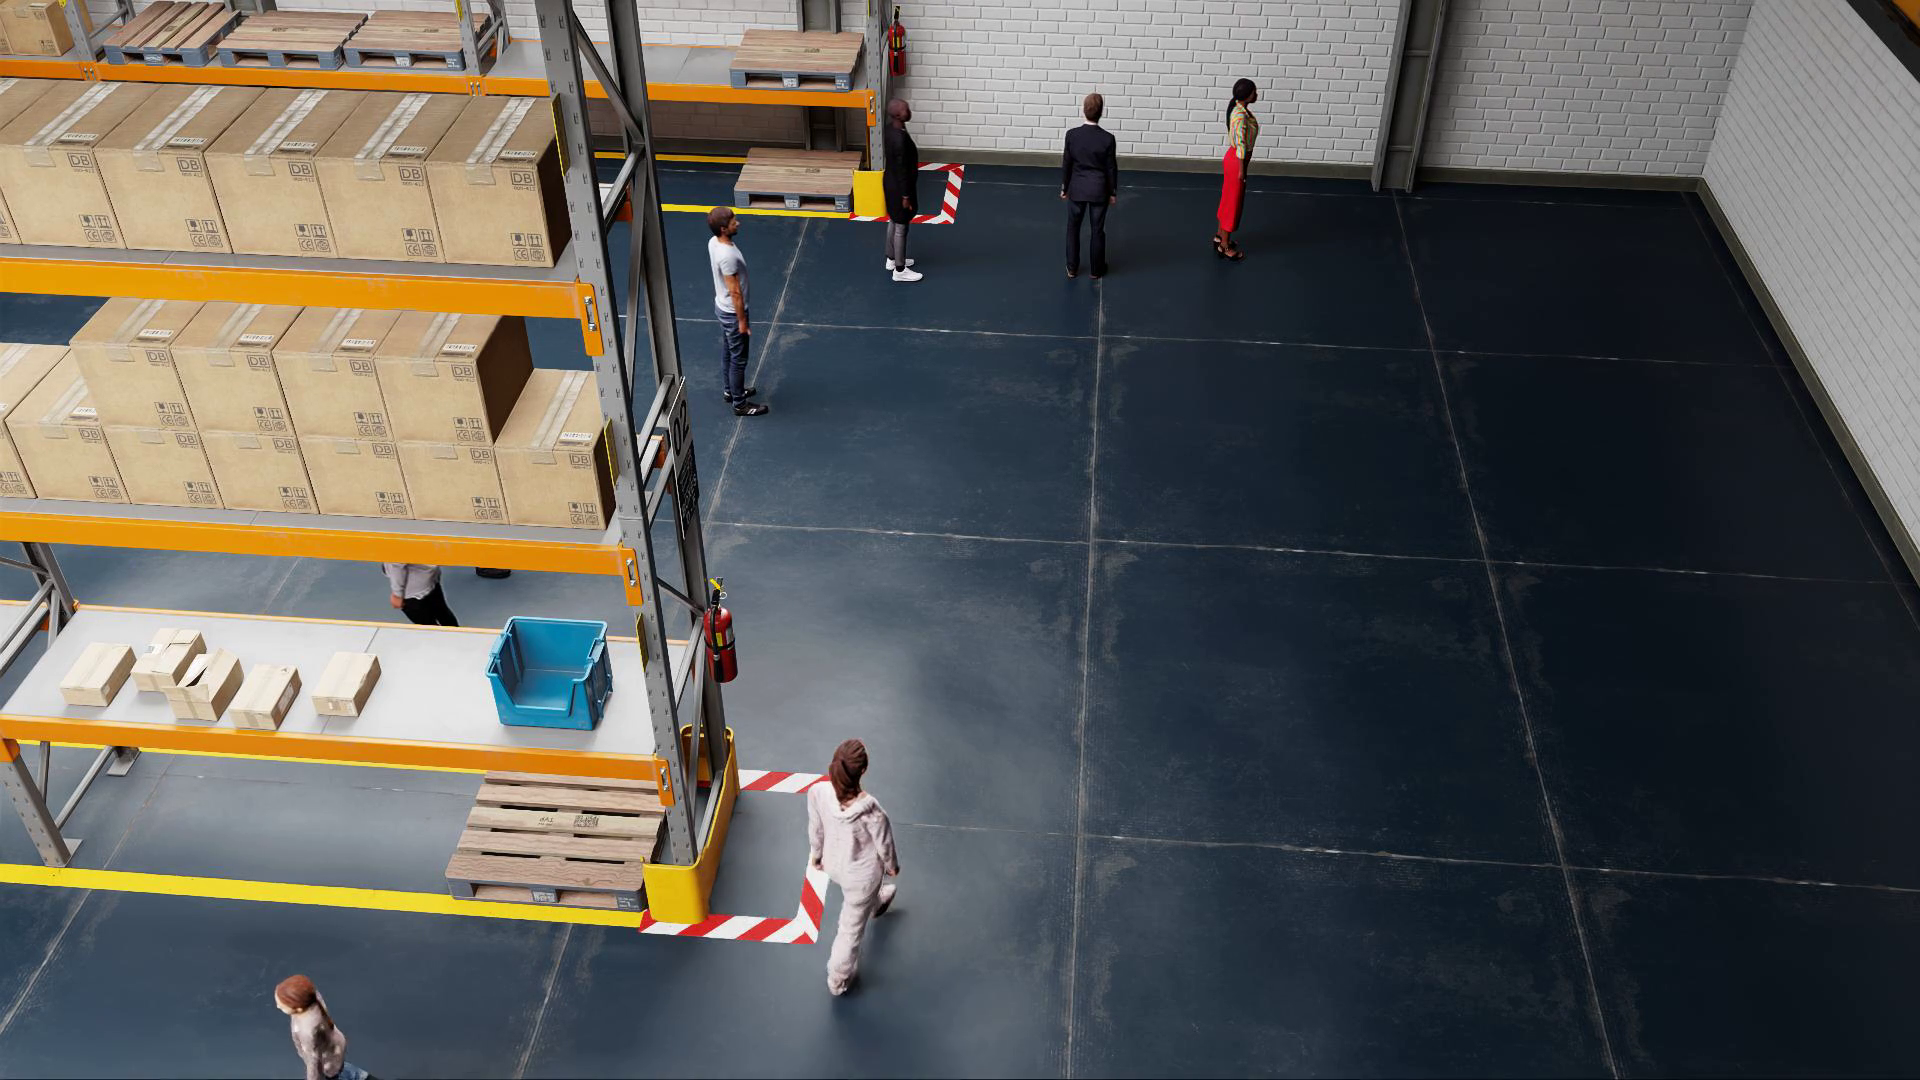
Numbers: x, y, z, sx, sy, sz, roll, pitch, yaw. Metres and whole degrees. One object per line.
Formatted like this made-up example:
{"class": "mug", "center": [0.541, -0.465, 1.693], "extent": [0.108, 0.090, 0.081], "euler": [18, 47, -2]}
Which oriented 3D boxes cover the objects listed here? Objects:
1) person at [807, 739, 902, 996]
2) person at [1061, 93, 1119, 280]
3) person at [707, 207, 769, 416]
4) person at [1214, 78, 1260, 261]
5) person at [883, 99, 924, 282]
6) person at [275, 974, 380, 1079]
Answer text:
{"class": "person", "center": [-0.633, 1.850, 9.193], "extent": [1.092, 1.646, 0.989], "euler": [20, 43, 23]}
{"class": "person", "center": [1.196, -3.294, 15.499], "extent": [0.572, 1.815, 0.774], "euler": [9, 39, 11]}
{"class": "person", "center": [-1.882, -1.890, 13.700], "extent": [0.704, 1.867, 0.706], "euler": [-15, 41, -18]}
{"class": "person", "center": [2.619, -3.531, 15.812], "extent": [0.556, 1.793, 0.613], "euler": [-1, 39, -1]}
{"class": "person", "center": [-0.580, -3.283, 15.529], "extent": [0.668, 1.761, 0.706], "euler": [-9, 39, -11]}
{"class": "person", "center": [-3.248, 2.622, 8.594], "extent": [0.698, 1.188, 0.601], "euler": [-8, 39, -10]}
